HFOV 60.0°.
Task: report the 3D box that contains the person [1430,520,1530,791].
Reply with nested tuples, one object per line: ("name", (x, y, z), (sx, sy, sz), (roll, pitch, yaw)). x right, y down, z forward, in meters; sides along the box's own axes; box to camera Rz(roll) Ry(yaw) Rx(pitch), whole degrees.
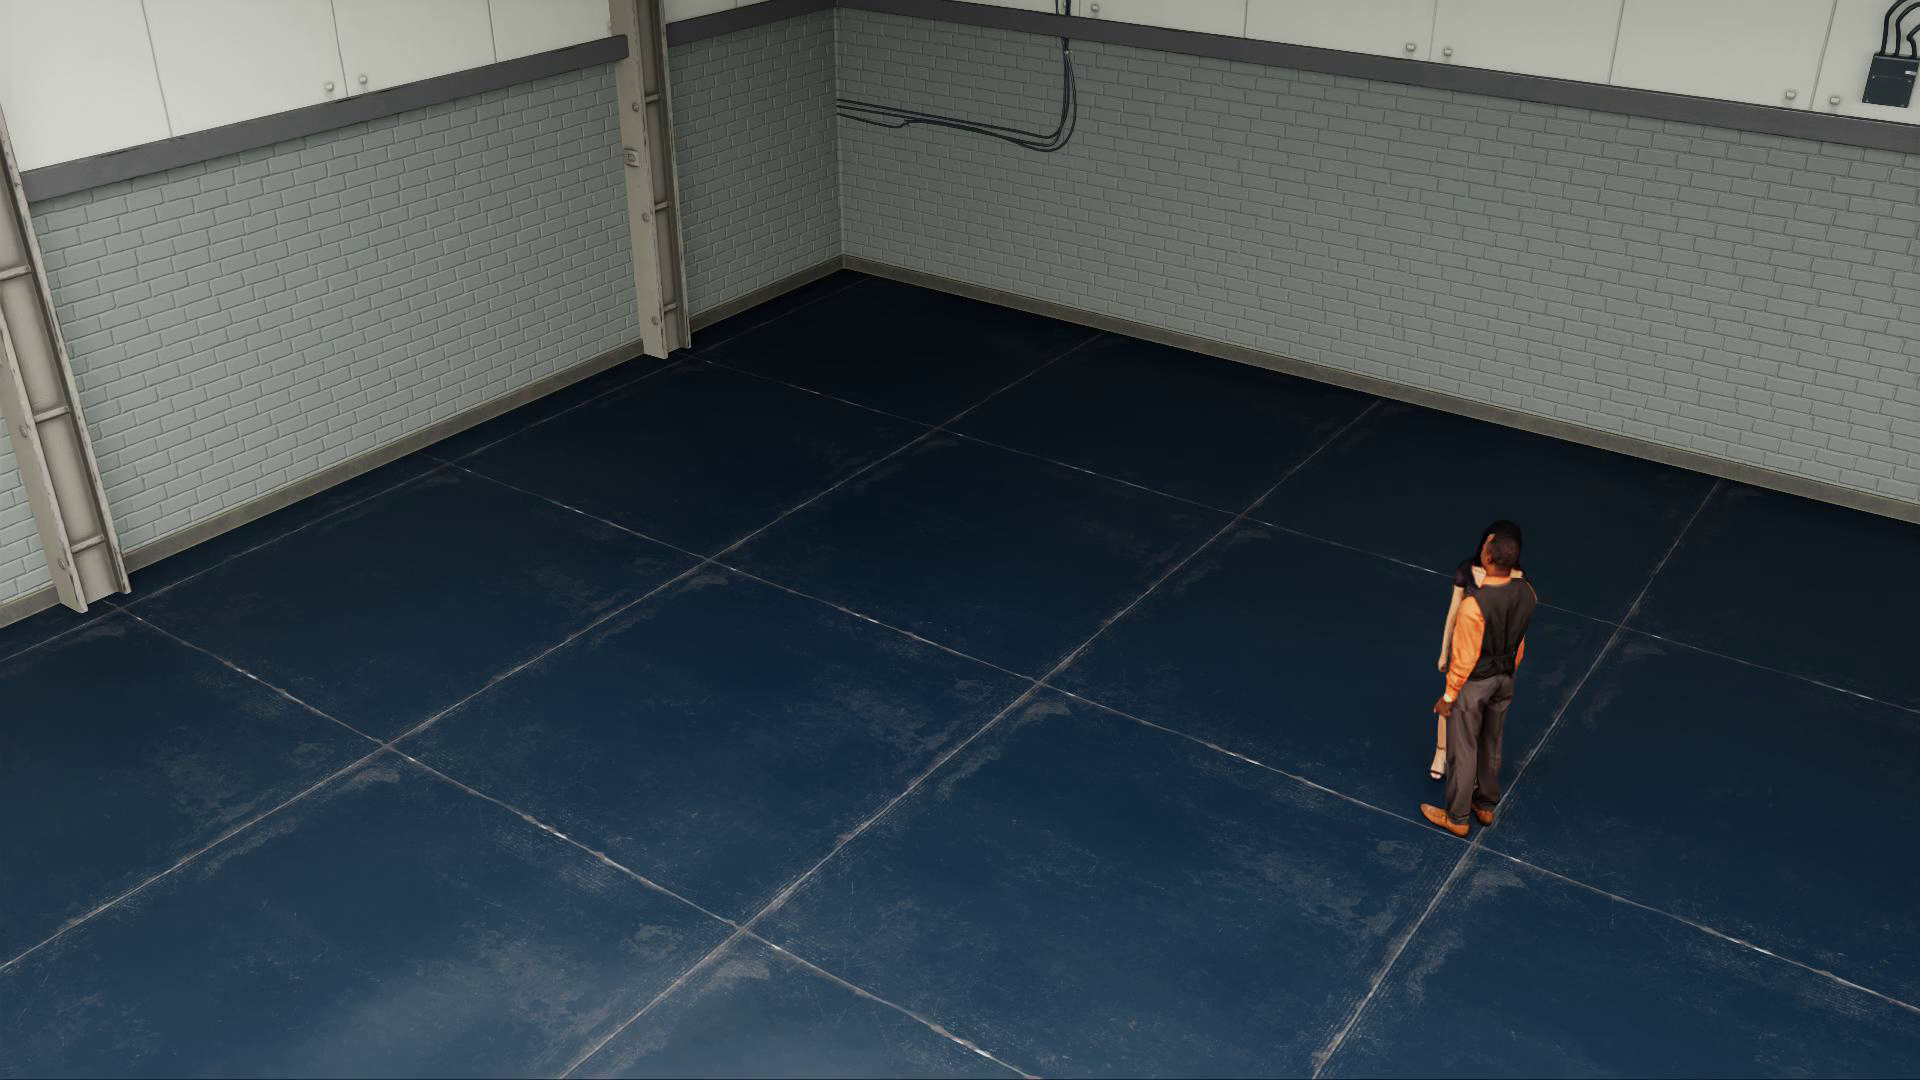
("person", (3.076, 0.679, 9.820), (0.617, 1.791, 0.538), (12, 30, 22))

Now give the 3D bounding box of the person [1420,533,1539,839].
("person", (2.967, 0.824, 9.425), (0.722, 1.907, 0.848), (-13, 31, -23))
